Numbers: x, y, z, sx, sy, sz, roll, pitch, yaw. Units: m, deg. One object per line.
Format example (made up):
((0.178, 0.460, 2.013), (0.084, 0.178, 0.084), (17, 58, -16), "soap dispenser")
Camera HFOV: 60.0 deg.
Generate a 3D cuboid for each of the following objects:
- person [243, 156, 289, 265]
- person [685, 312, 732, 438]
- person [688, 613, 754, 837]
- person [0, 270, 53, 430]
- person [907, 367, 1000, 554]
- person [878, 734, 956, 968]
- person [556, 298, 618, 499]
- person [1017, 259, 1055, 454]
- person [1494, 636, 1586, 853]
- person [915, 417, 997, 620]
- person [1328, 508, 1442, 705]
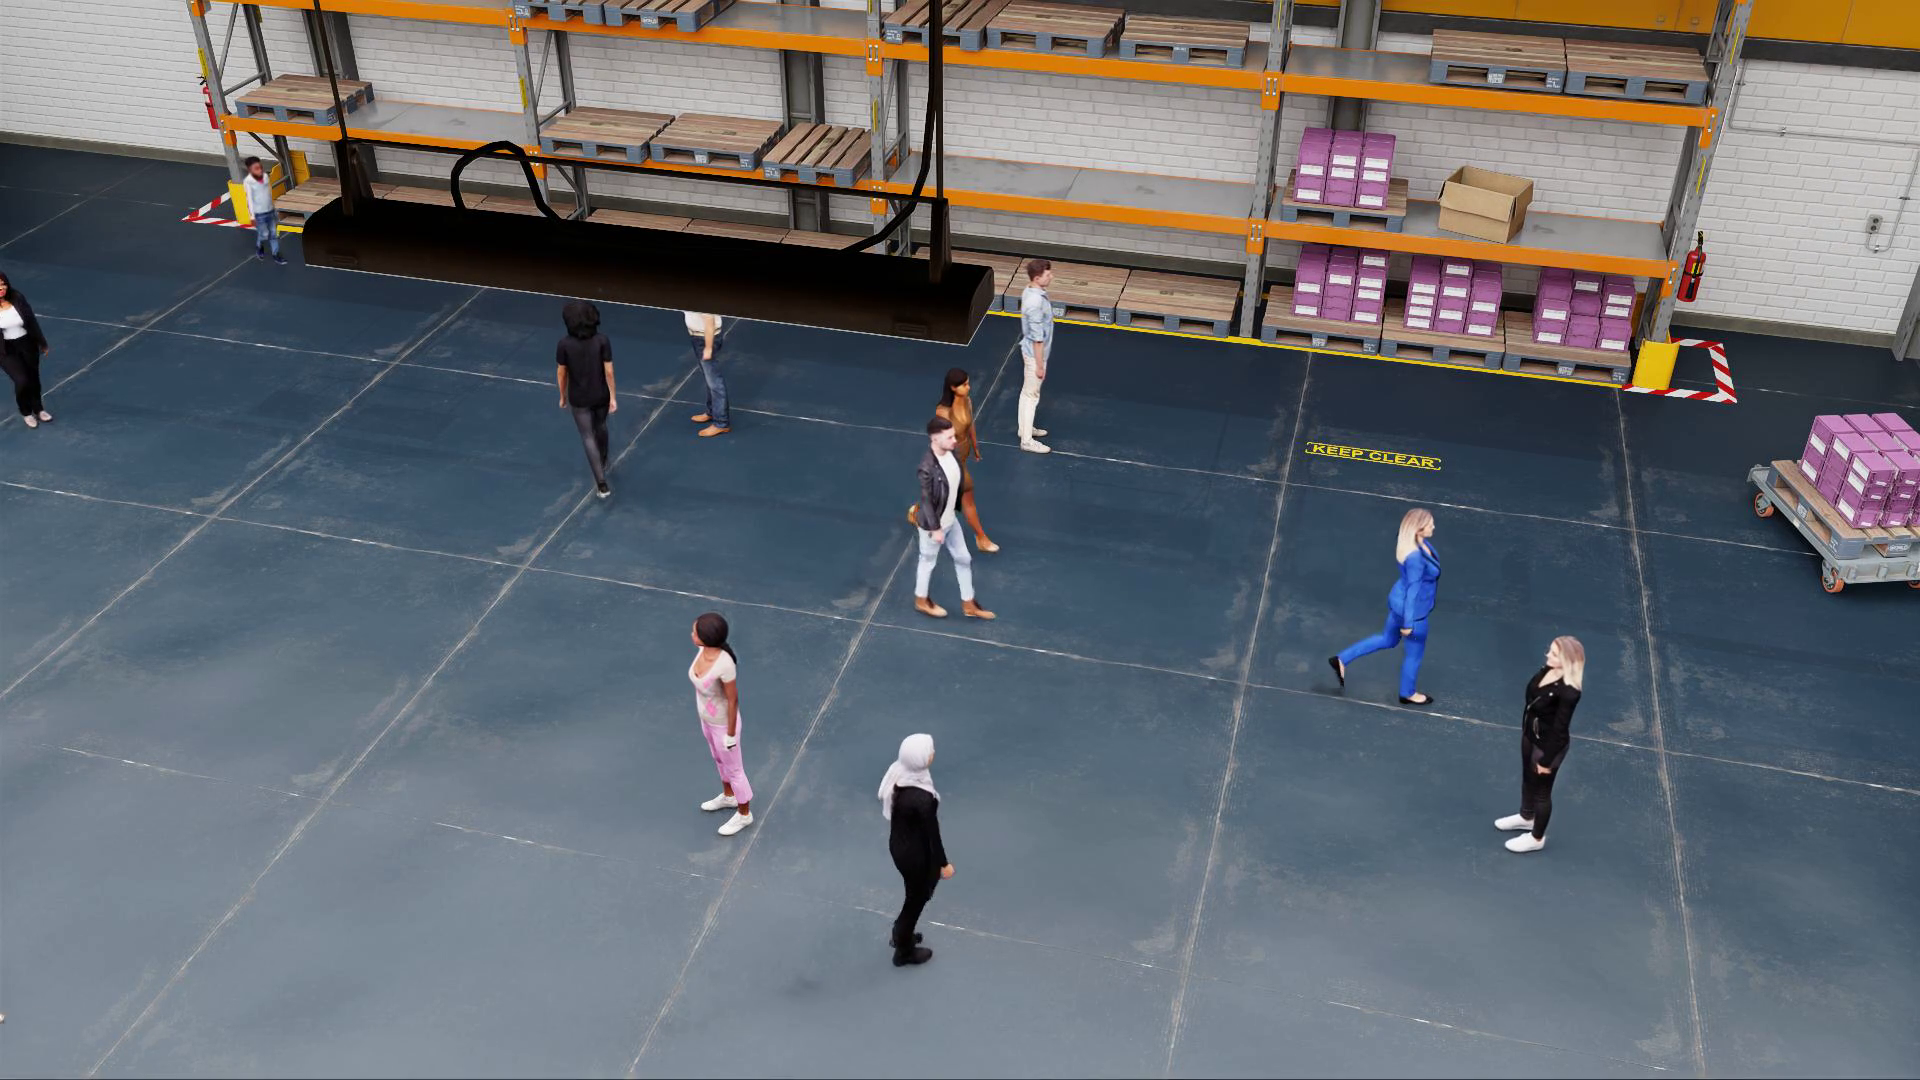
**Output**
((-7.873, -3.719, 18.704), (0.708, 1.253, 0.601), (23, 40, 30), "person")
((-2.321, -1.848, 15.348), (0.763, 1.851, 0.750), (-10, 35, -15), "person")
((-1.564, 1.181, 10.891), (0.712, 1.742, 0.651), (-18, 38, -25), "person")
((-8.860, -1.811, 15.521), (0.744, 1.599, 0.736), (20, 39, 27), "person")
((-0.132, -0.672, 13.770), (1.165, 1.639, 0.747), (16, 37, 23), "person")
((-0.363, 1.893, 9.799), (0.768, 1.765, 0.723), (-13, 36, -18), "person")
((-3.213, -1.204, 14.428), (1.164, 1.799, 1.120), (-11, 35, -17), "person")
((0.681, -1.702, 15.134), (0.631, 1.846, 0.706), (0, 34, -1), "person")
((3.797, 1.306, 10.755), (0.621, 1.685, 0.652), (0, 34, 0), "person")
((-0.243, -0.174, 12.861), (0.986, 1.817, 0.820), (18, 37, 24), "person")
((3.124, 0.497, 11.976), (1.055, 1.679, 0.722), (4, 34, 6), "person")
